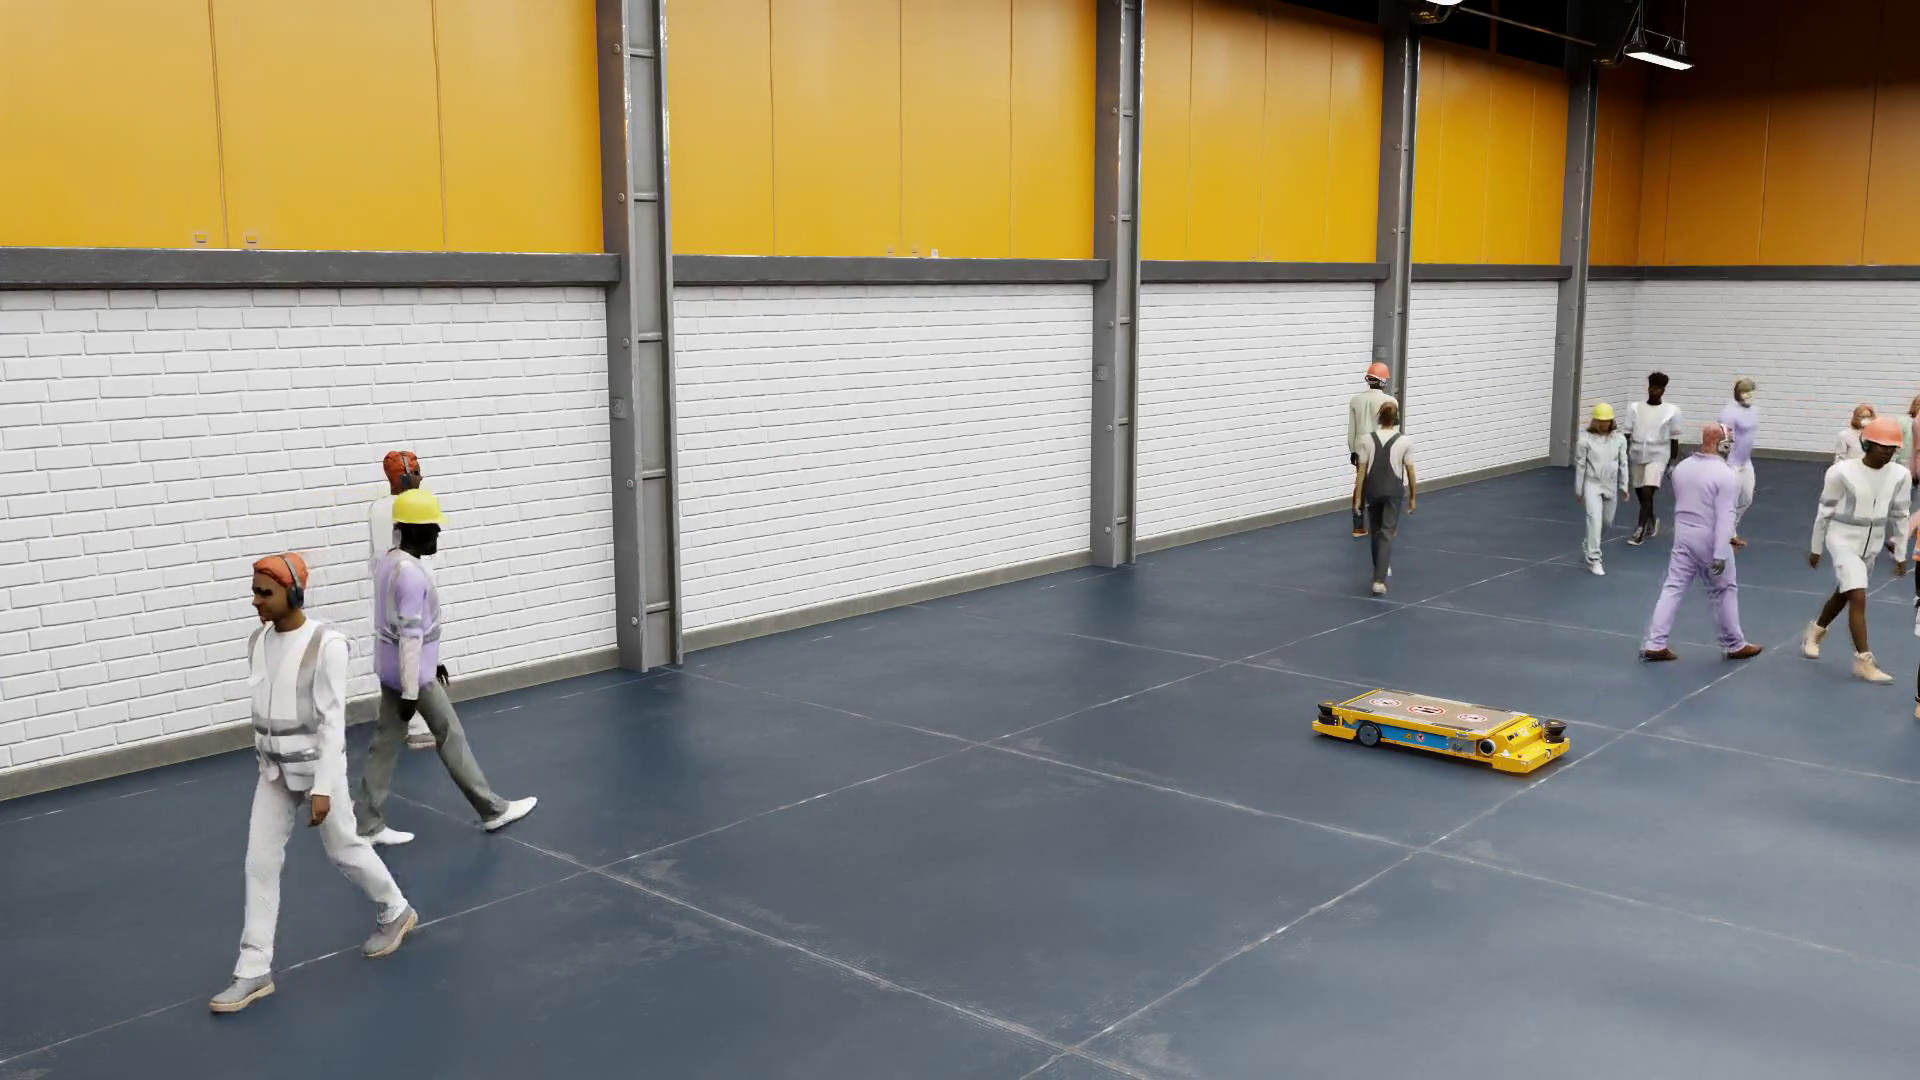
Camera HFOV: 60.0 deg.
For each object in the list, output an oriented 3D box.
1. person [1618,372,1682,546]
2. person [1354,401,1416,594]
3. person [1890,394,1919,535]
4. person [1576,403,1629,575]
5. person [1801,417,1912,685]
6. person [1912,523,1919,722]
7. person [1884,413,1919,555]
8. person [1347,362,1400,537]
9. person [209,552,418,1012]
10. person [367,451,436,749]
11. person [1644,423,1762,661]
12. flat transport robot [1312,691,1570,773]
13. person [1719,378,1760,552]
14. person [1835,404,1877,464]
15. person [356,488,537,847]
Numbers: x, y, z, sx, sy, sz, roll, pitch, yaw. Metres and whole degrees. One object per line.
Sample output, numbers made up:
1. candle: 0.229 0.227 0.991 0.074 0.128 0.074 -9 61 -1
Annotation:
1. person: 7.717 -0.930 18.572 0.623 1.927 0.953 7 12 39
2. person: 4.025 -0.412 15.736 0.534 1.795 0.983 5 10 27
3. person: 10.933 -0.857 19.026 0.530 1.617 0.352 2 9 11
4. person: 6.444 -0.543 16.799 0.493 1.713 0.797 0 9 -2
5. person: 6.712 0.026 12.499 0.621 1.964 1.108 -1 9 -4
6. person: 6.574 0.392 10.973 0.540 1.696 0.316 8 12 40
7. person: 10.104 -0.696 17.269 0.933 1.872 0.654 0 9 -1
8. person: 4.693 -1.009 18.838 0.622 1.994 0.381 8 12 40
9. person: -2.734 0.953 6.984 0.574 1.851 0.957 4 10 24
10. person: -3.490 0.374 10.502 0.583 1.882 0.350 8 12 40
11. person: 5.736 0.023 12.801 0.996 1.853 0.654 -3 10 -19
12. flat transport robot: 3.022 1.178 10.503 1.431 0.197 0.652 8 12 40
13. person: 8.283 -0.795 17.796 0.653 1.896 0.497 -6 11 -34
14. person: 9.683 -0.676 17.948 0.499 1.609 0.666 1 9 9
15. person: -2.755 0.664 8.699 0.958 1.883 0.592 -6 11 -32
